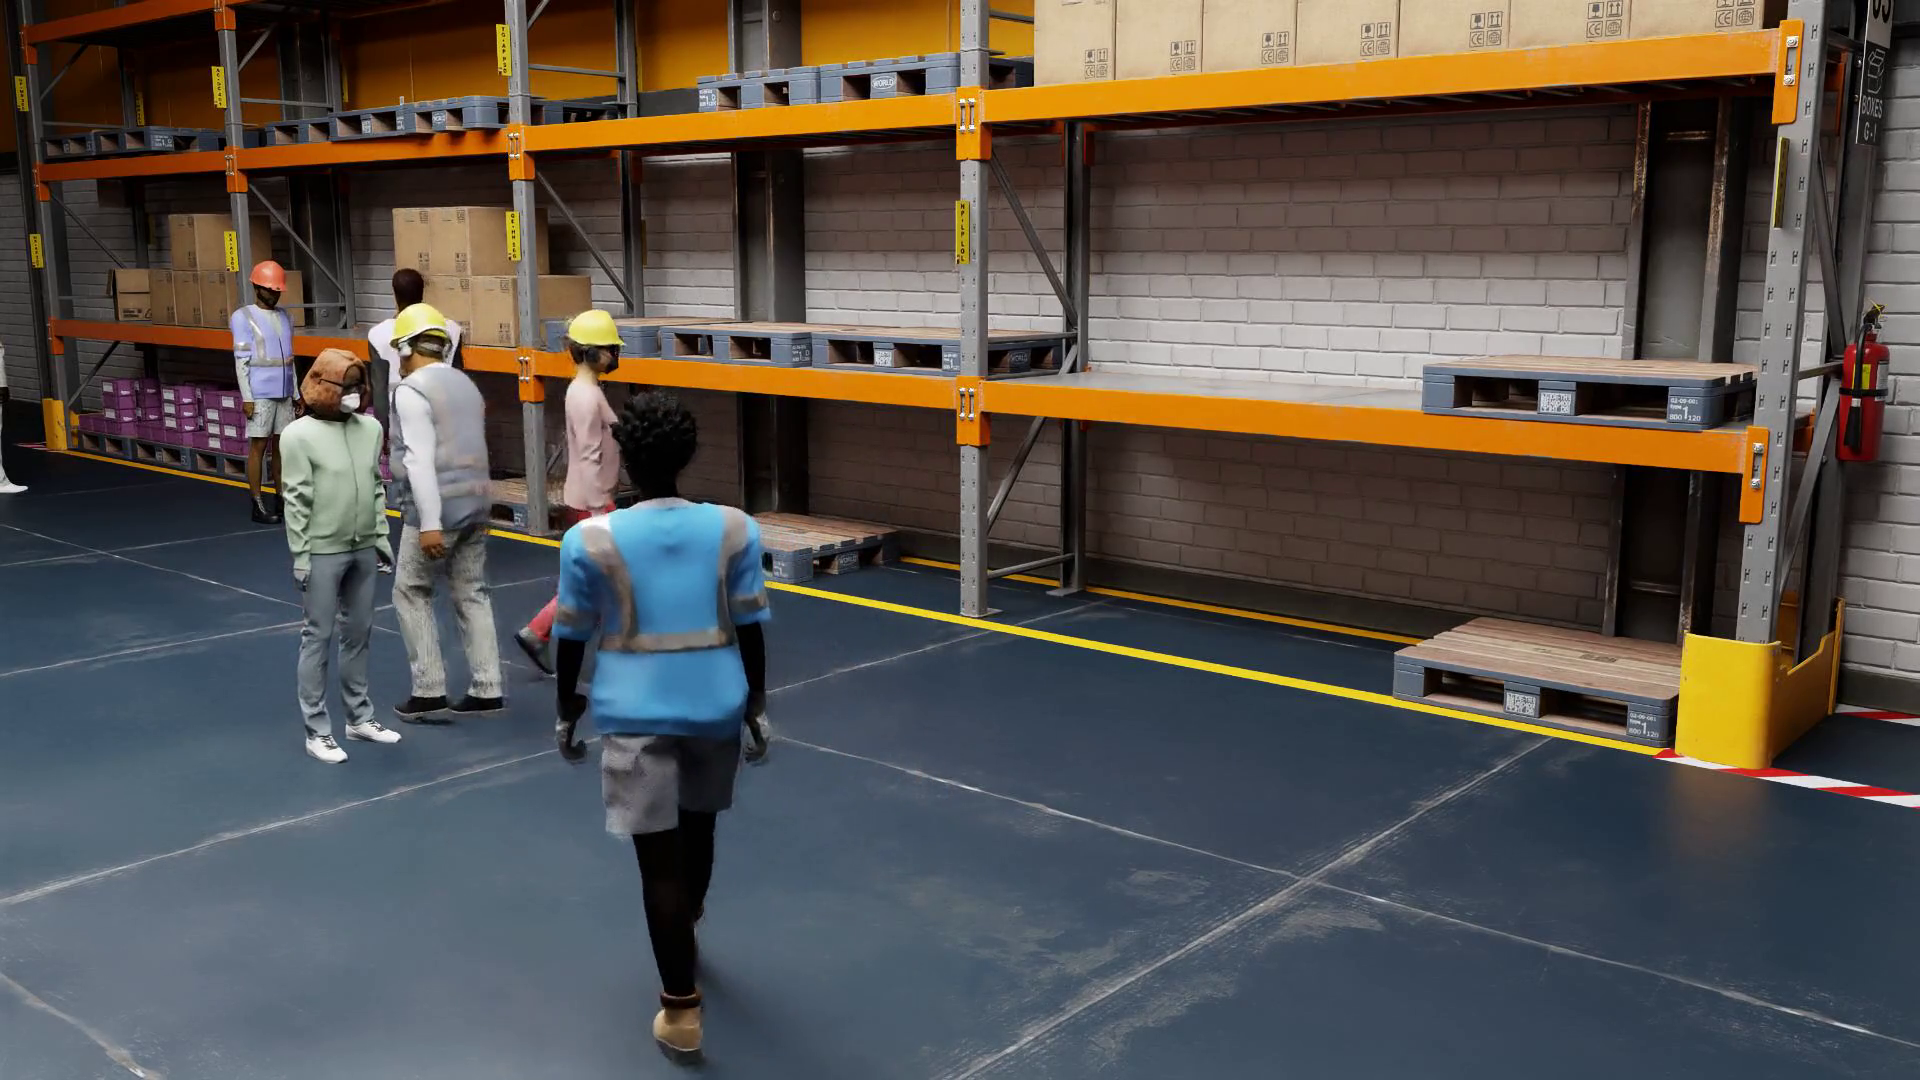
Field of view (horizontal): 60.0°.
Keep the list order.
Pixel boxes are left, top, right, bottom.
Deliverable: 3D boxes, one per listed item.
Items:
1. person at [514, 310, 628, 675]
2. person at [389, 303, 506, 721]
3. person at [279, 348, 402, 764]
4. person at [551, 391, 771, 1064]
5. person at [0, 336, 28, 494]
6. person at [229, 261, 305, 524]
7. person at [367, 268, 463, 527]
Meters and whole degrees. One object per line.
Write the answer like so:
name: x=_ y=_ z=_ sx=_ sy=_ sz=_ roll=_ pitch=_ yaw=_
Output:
person: x=-1.689 y=-0.174 z=7.603 sx=0.684 sy=1.750 sz=0.540 roll=-2 pitch=10 yaw=-13
person: x=-2.211 y=-0.111 z=7.151 sx=0.572 sy=1.783 sz=0.619 roll=3 pitch=10 yaw=15
person: x=-2.465 y=0.053 z=6.639 sx=0.280 sy=1.631 sz=0.501 roll=5 pitch=11 yaw=26
person: x=-0.793 y=0.440 z=4.359 sx=0.550 sy=1.646 sz=0.860 roll=-5 pitch=11 yaw=-26
person: x=-8.056 y=-1.334 z=13.700 sx=0.592 sy=1.926 sz=0.366 roll=4 pitch=11 yaw=24
person: x=-5.083 y=-1.089 z=12.304 sx=0.373 sy=1.928 sz=0.543 roll=4 pitch=11 yaw=23
person: x=-3.390 y=-0.754 z=10.470 sx=0.600 sy=1.904 sz=0.719 roll=-6 pitch=11 yaw=-29
